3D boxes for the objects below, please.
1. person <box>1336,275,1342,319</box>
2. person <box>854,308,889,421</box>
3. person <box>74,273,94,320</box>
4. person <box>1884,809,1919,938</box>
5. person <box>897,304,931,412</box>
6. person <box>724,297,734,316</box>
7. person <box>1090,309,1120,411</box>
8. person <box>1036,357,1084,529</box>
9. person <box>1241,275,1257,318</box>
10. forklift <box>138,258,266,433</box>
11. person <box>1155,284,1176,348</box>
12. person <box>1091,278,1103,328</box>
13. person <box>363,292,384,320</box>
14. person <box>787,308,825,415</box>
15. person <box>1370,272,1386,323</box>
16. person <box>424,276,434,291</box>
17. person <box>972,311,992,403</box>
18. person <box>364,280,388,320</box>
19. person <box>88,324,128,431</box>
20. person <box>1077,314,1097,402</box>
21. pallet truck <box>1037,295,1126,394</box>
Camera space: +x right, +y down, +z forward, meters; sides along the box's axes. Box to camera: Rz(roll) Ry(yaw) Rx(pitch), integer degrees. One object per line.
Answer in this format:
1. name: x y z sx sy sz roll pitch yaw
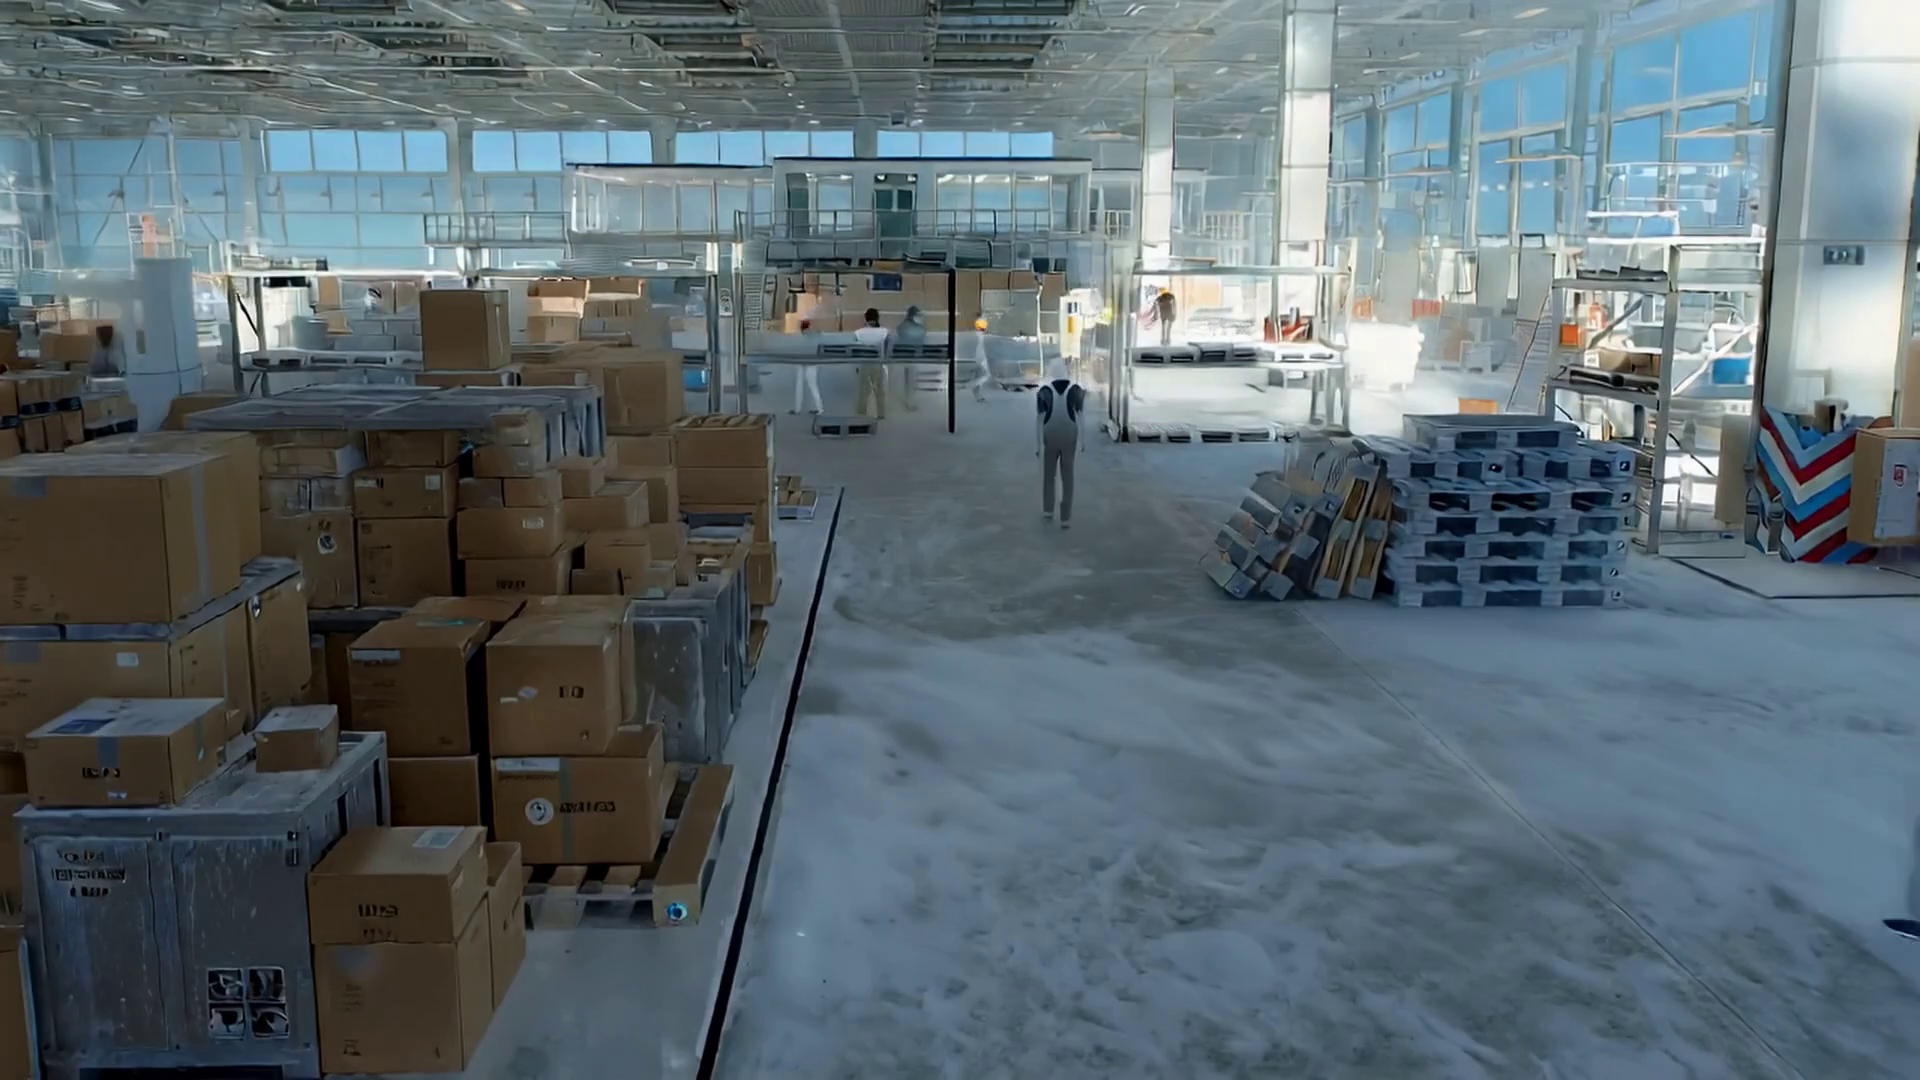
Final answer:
1. person: 14.770 -9.635 65.119 0.378 1.996 0.611 0 10 1
2. person: -1.497 -2.958 28.188 0.620 1.912 0.380 -1 10 -5
3. person: -28.256 -7.577 53.613 0.612 2.023 0.768 -1 10 -5
4. person: 4.316 0.967 7.109 0.518 1.616 0.626 -4 11 -20
5. person: -0.800 -3.228 29.625 0.651 1.920 0.516 -8 13 -38
6. person: -4.956 -4.369 36.237 0.454 1.839 0.542 -1 10 -4
7. person: 2.625 -3.238 29.936 0.651 1.832 0.447 5 11 24
8. person: 1.074 -1.065 17.916 0.535 1.799 0.955 0 10 1
9. person: 11.576 -9.720 66.144 0.905 1.809 0.621 -9 14 -42
10. forklift: -9.951 -2.181 21.132 1.873 2.768 1.129 0 10 -2
11. person: 5.532 -5.934 44.739 0.691 1.906 0.566 6 12 29
12. person: 4.396 -7.305 52.453 0.980 1.872 0.618 0 10 -2
13. person: -15.065 -5.492 42.757 0.553 1.747 0.444 0 10 1
14. person: -2.660 -3.104 29.037 0.634 1.892 0.607 -4 11 -21
15. person: 14.992 -8.637 59.688 0.602 1.950 0.380 7 12 33
16. person: -19.218 -8.697 60.197 0.356 1.887 0.572 0 10 0
17. person: 0.407 -3.436 31.291 0.340 1.729 0.513 -2 10 -14
18. person: -15.219 -5.769 43.461 0.536 2.000 0.688 2 10 8
19. person: -11.505 -1.928 22.342 0.896 1.925 0.636 2 10 9
20. person: 2.469 -3.456 31.565 0.523 1.670 0.549 -10 14 -44
21. pallet truck: 2.483 -3.881 33.060 1.885 1.965 0.823 -7 13 -36
